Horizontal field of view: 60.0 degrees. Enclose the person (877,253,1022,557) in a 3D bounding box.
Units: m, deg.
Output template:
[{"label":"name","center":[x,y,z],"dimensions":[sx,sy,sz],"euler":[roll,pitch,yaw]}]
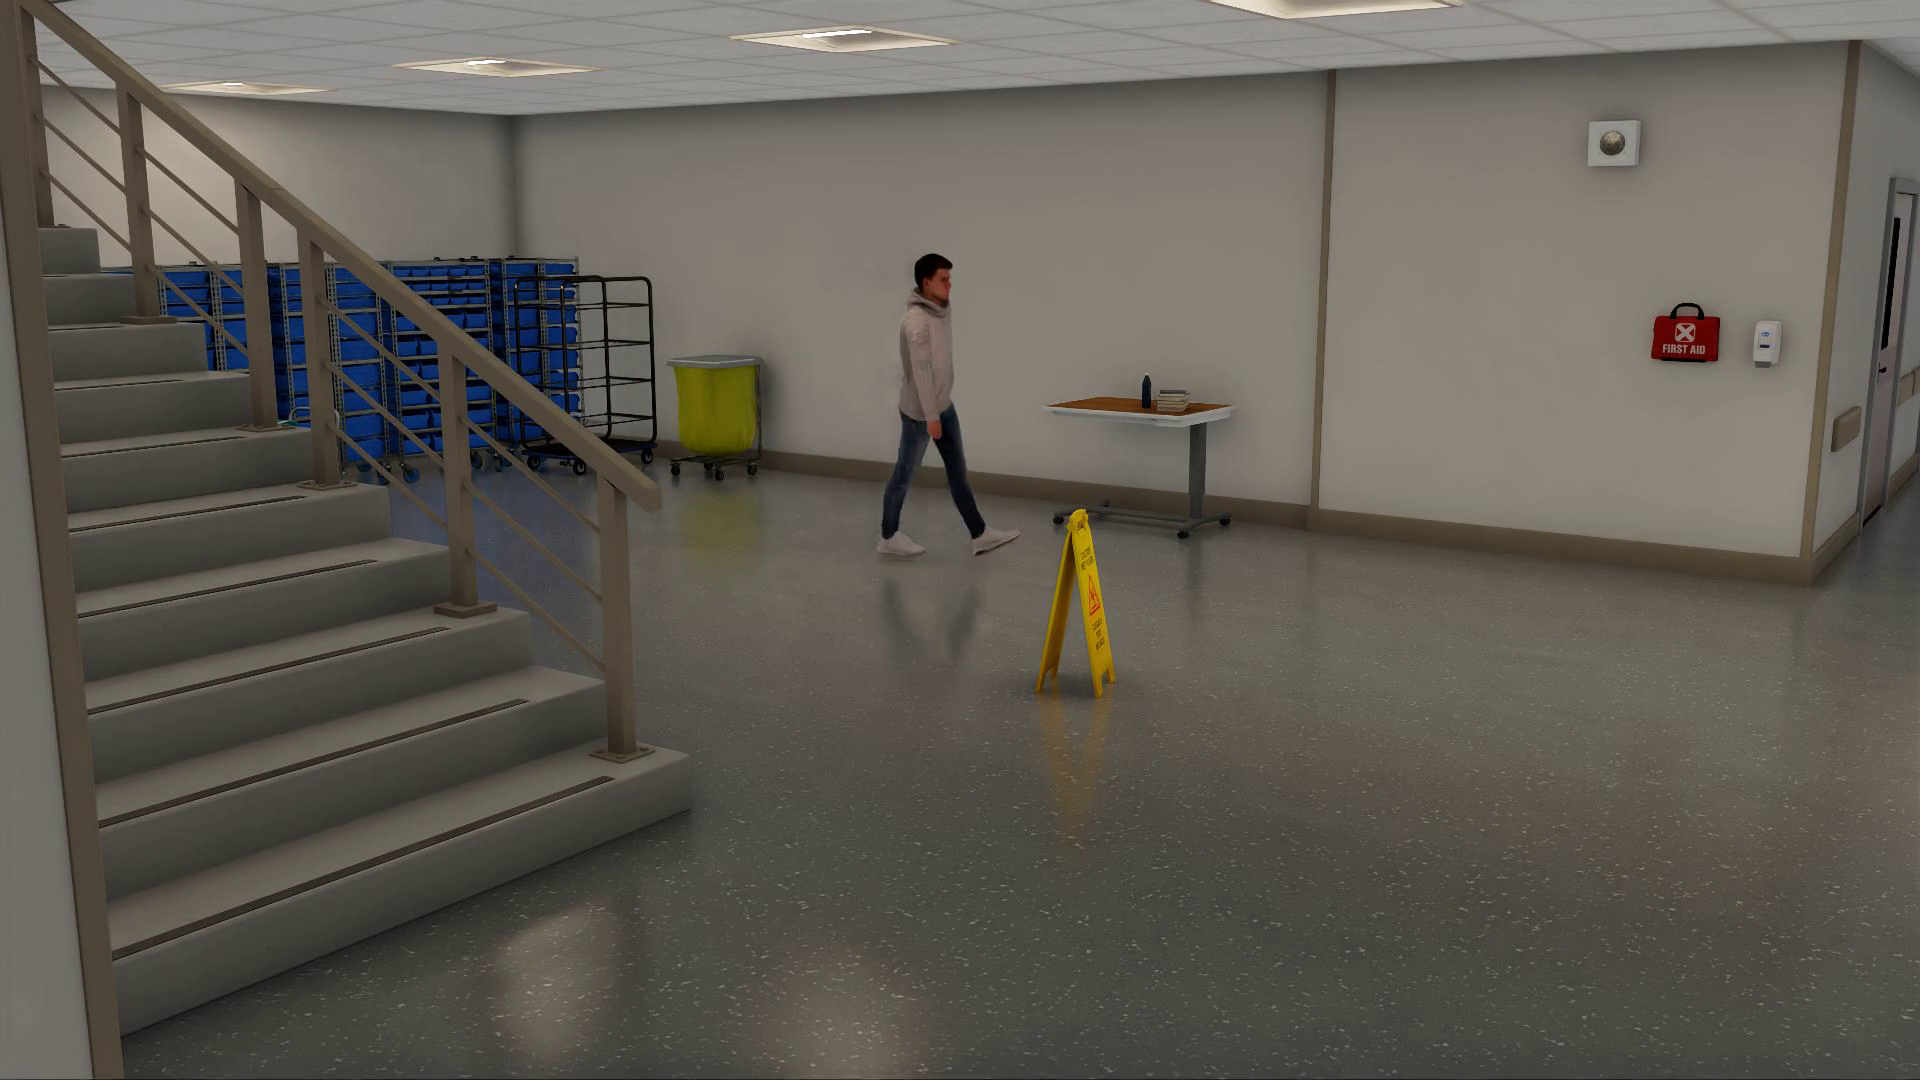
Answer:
[{"label":"person","center":[-0.283,-0.769,9.991],"dimensions":[1.199,1.813,0.858],"euler":[5,12,23]}]
